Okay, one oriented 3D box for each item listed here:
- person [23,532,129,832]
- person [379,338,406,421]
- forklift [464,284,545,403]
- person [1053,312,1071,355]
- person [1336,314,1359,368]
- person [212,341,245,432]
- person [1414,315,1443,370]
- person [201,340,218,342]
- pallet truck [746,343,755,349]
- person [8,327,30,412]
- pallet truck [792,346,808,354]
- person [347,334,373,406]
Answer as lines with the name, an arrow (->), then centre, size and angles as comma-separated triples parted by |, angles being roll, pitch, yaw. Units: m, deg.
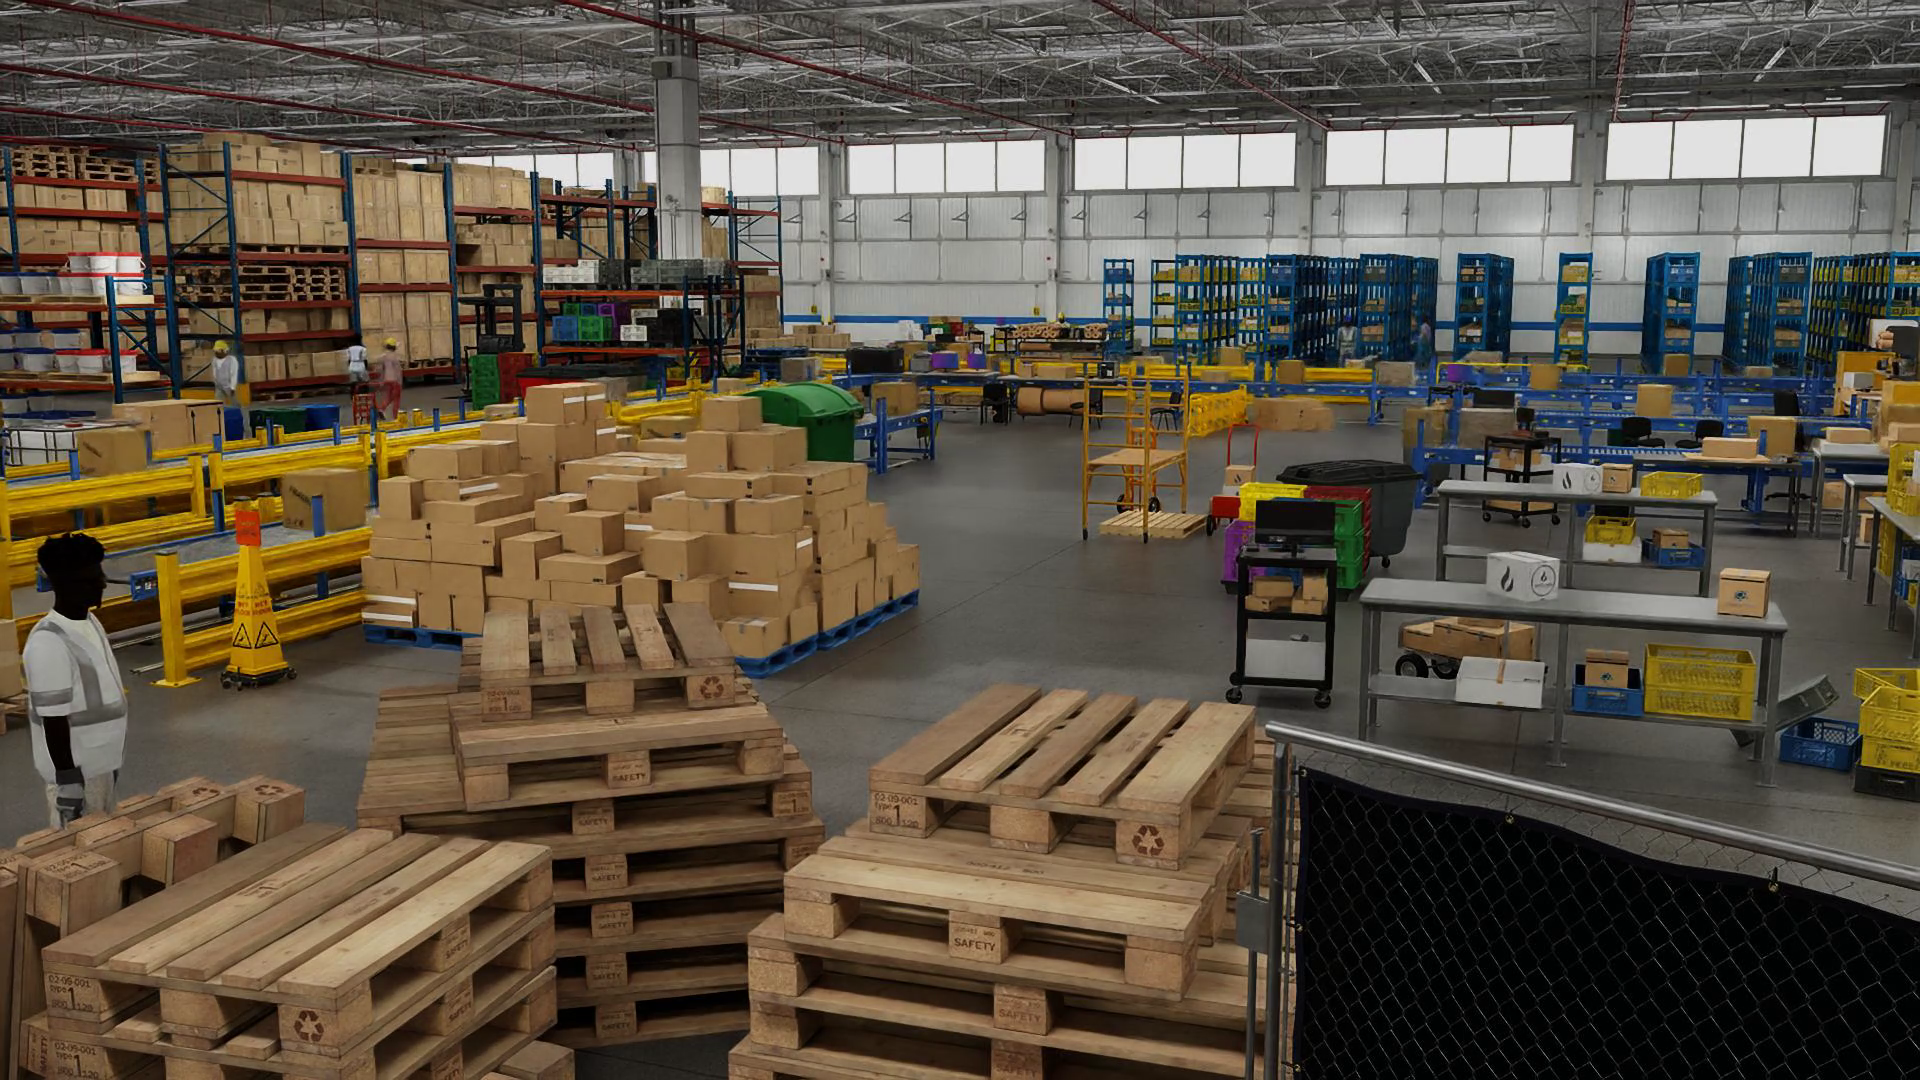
person -> -3.726, 0.935, 7.077 | 0.361, 1.964, 0.616 | -2, 9, -14
person -> -11.671, -3.272, 34.166 | 0.530, 1.754, 0.431 | 4, 10, 26
forklift -> -10.832, -4.702, 39.610 | 1.129, 2.768, 1.873 | 3, 10, 20
person -> 3.284, -6.447, 53.845 | 0.589, 1.834, 0.403 | 3, 9, 15
person -> 10.954, -5.404, 47.008 | 0.608, 1.932, 0.451 | 2, 9, 12
person -> -14.050, -2.904, 31.759 | 0.602, 1.782, 0.927 | 2, 9, 14
person -> 14.525, -6.094, 51.728 | 0.972, 1.796, 0.567 | 6, 11, 35
person -> -22.874, -5.950, 50.893 | 0.610, 1.776, 0.948 | 4, 10, 23
pallet truck -> -6.183, -4.618, 44.264 | 1.601, 1.201, 0.680 | -9, 12, -43
person -> -20.363, -3.623, 35.872 | 0.835, 1.902, 0.581 | 5, 10, 27
pallet truck -> -3.705, -4.298, 42.022 | 0.653, 1.274, 1.630 | 3, 10, 20
person -> -13.957, -3.960, 38.728 | 0.565, 1.665, 0.760 | 2, 9, 12
